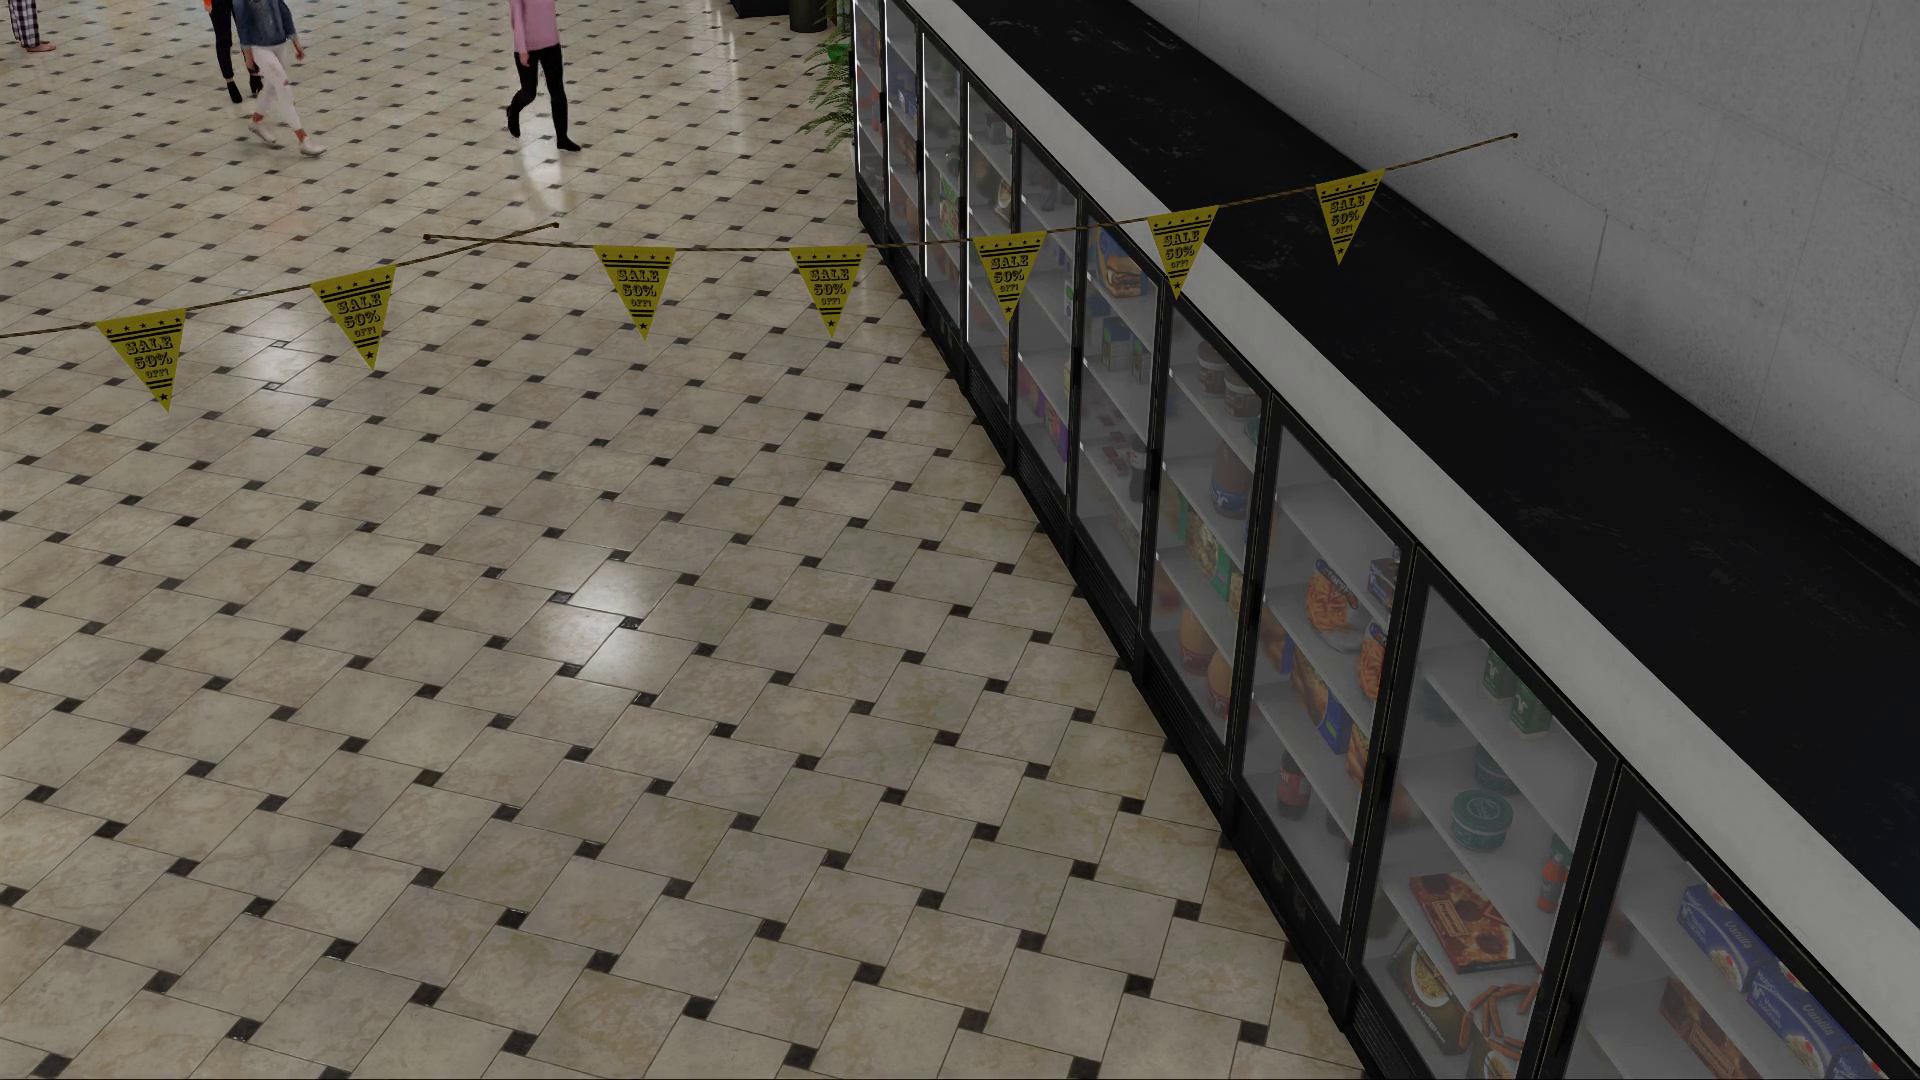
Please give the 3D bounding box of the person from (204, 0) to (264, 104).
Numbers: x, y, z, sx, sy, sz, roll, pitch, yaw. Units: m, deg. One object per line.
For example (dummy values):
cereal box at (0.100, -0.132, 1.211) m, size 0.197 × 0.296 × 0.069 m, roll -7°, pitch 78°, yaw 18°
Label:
person at (-6.470, -4.783, 14.681) m, size 0.770 × 1.748 × 0.663 m, roll 27°, pitch 41°, yaw 36°

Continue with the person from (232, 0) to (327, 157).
person at (-5.659, -3.963, 13.443) m, size 1.194 × 1.664 × 1.082 m, roll 14°, pitch 35°, yaw 22°

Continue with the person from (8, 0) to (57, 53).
person at (-9.166, -5.661, 15.999) m, size 0.655 × 1.847 × 0.691 m, roll -21°, pitch 37°, yaw -30°

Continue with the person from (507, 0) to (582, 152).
person at (-3.490, -4.000, 13.499) m, size 0.999 × 1.667 × 1.053 m, roll 26°, pitch 40°, yaw 35°
